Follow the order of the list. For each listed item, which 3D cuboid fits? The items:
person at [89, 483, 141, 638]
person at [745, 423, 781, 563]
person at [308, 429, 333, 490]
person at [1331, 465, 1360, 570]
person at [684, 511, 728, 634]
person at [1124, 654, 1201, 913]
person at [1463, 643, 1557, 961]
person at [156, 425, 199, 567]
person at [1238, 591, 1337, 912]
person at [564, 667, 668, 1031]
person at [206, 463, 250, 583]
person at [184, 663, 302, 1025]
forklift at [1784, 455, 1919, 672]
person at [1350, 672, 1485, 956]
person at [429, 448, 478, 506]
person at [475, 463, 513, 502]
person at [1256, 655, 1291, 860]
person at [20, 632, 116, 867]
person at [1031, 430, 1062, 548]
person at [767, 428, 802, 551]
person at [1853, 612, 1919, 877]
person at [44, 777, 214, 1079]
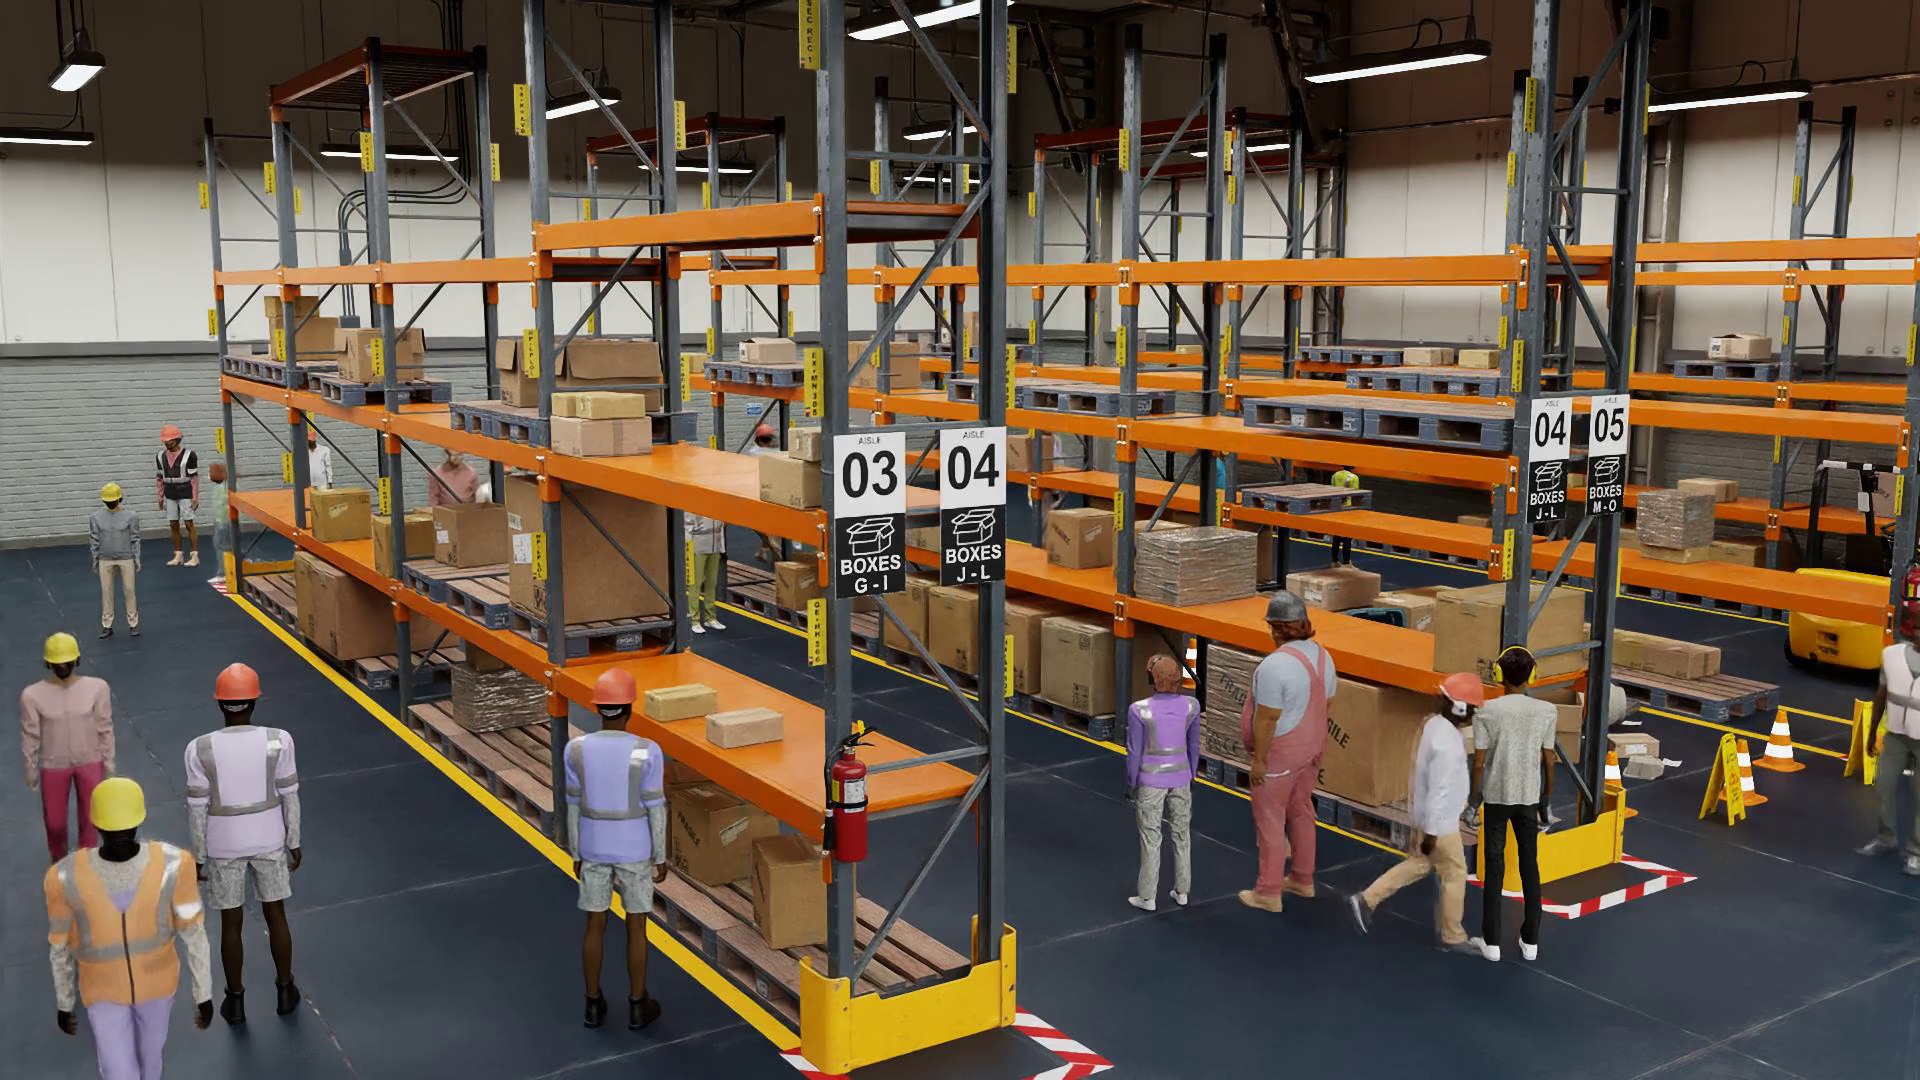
[{"bbox_3d":[-9.523,0.230,18.772,0.523,1.760,0.325,-3,9,-18],"label":"person"},{"bbox_3d":[-2.773,-0.659,23.808,0.610,2.023,0.817,-6,10,-35],"label":"person"},{"bbox_3d":[-10.336,-0.935,26.601,0.574,1.738,0.352,-3,9,-22],"label":"person"},{"bbox_3d":[5.368,-0.393,23.119,0.317,1.695,0.540,-4,9,-24],"label":"person"},{"bbox_3d":[-2.904,0.102,19.072,0.384,1.924,0.589,7,11,41],"label":"person"},{"bbox_3d":[1.278,1.532,10.490,0.515,1.641,0.309,-3,9,-21],"label":"person"},{"bbox_3d":[3.207,1.532,9.729,0.515,1.872,0.333,0,9,2],"label":"person"},{"bbox_3d":[-11.062,-0.616,23.510,0.609,2.033,0.409,1,9,7],"label":"person"},{"bbox_3d":[2.061,1.313,10.621,0.685,2.000,0.536,-8,12,-44],"label":"person"},{"bbox_3d":[-1.816,1.637,8.862,0.540,1.924,0.387,1,9,7],"label":"person"},{"bbox_3d":[-9.879,-0.238,22.328,0.481,1.616,0.506,-5,10,-28],"label":"person"},{"bbox_3d":[-3.835,1.618,8.934,0.551,1.935,0.371,-4,10,-26],"label":"person"},{"bbox_3d":[9.643,0.253,17.172,2.313,2.155,1.214,-6,10,-33],"label":"forklift"},{"bbox_3d":[2.736,1.601,9.802,0.751,1.712,0.600,1,9,9],"label":"person"},{"bbox_3d":[-6.638,-0.307,21.924,0.640,1.877,0.897,-4,9,-22],"label":"person"},{"bbox_3d":[-5.304,0.013,19.389,0.629,2.000,0.952,-4,10,-26],"label":"person"},{"bbox_3d":[2.223,1.366,11.446,0.321,1.686,0.539,-3,9,-20],"label":"person"},{"bbox_3d":[-5.733,1.443,10.727,0.526,1.754,0.418,-5,10,-32],"label":"person"},{"bbox_3d":[1.305,-0.750,25.066,0.429,1.823,0.714,-3,9,-16],"label":"person"},{"bbox_3d":[-2.709,-0.763,25.057,0.754,1.864,0.484,-6,10,-33],"label":"person"},{"bbox_3d":[6.426,1.341,11.193,0.453,1.821,0.664,-6,11,-37],"label":"person"},{"bbox_3d":[-3.562,1.918,7.163,0.601,1.869,1.019,-5,10,-31],"label":"person"}]
